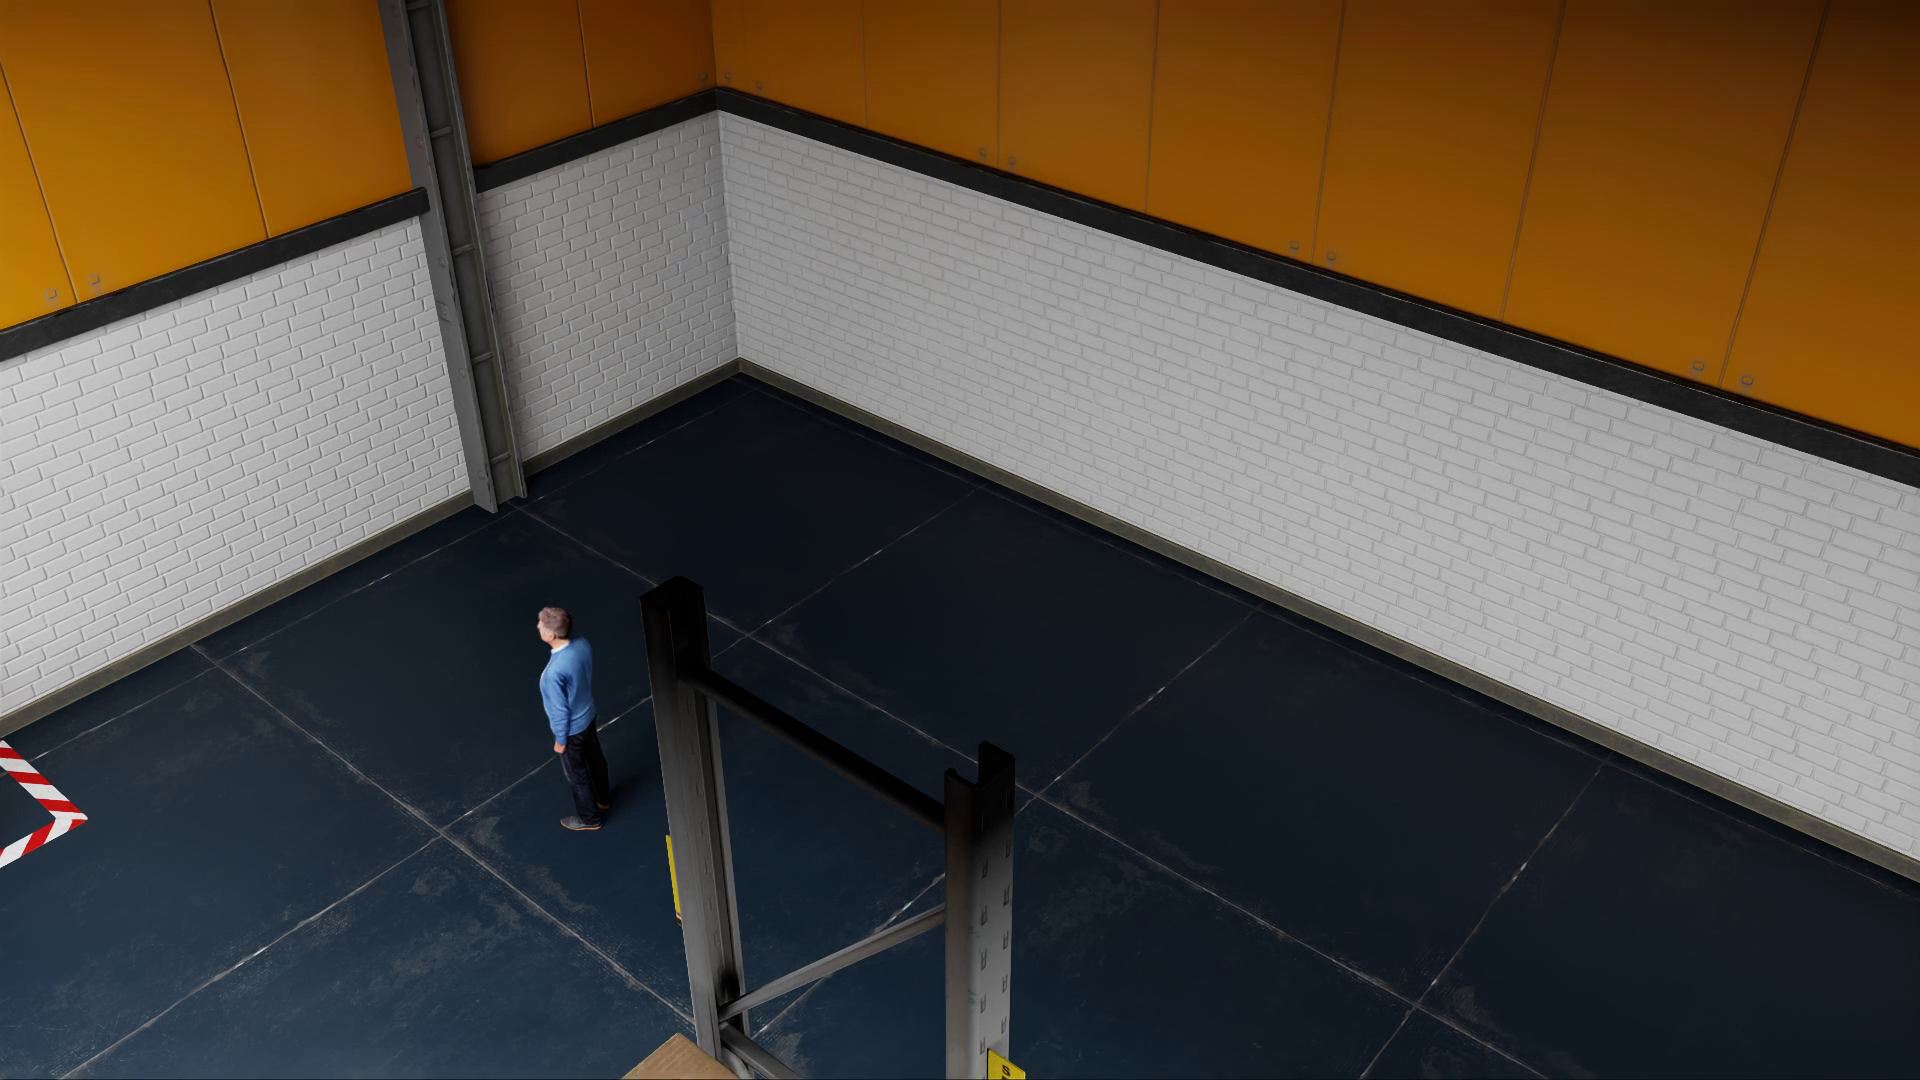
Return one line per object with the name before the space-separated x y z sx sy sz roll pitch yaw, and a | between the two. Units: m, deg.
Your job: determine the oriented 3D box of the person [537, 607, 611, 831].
person | -2.632 1.204 11.341 0.807 1.815 0.670 7 34 11
